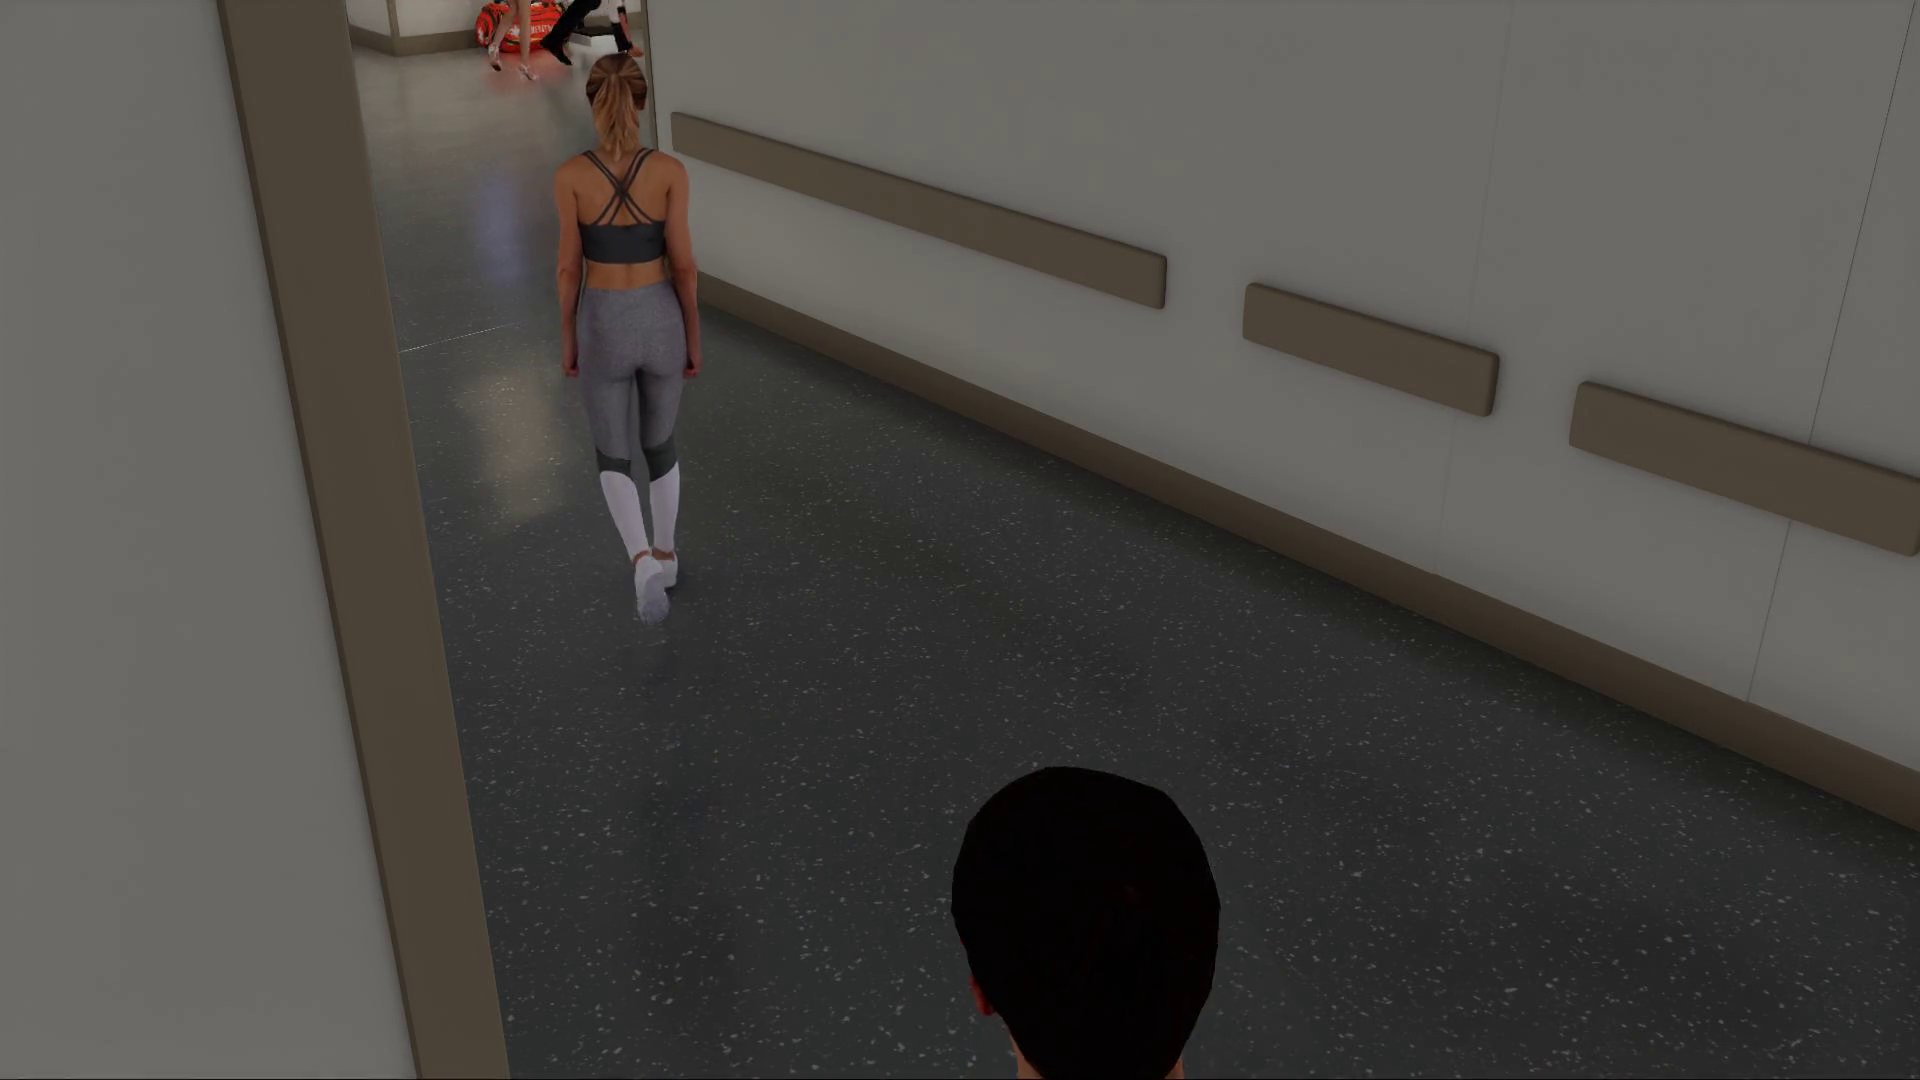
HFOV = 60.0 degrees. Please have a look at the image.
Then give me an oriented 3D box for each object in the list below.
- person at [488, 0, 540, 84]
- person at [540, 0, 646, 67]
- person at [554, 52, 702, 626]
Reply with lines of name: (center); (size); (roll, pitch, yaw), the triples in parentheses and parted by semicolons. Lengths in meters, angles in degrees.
person: (-3.497, -4.380, 12.819); (0.729, 1.723, 0.852); (13, 29, 25)
person: (-3.053, -4.802, 13.538); (1.272, 1.859, 0.952); (-9, 27, -18)
person: (-0.966, -0.541, 4.905); (0.972, 1.683, 0.867); (-7, 27, -14)
